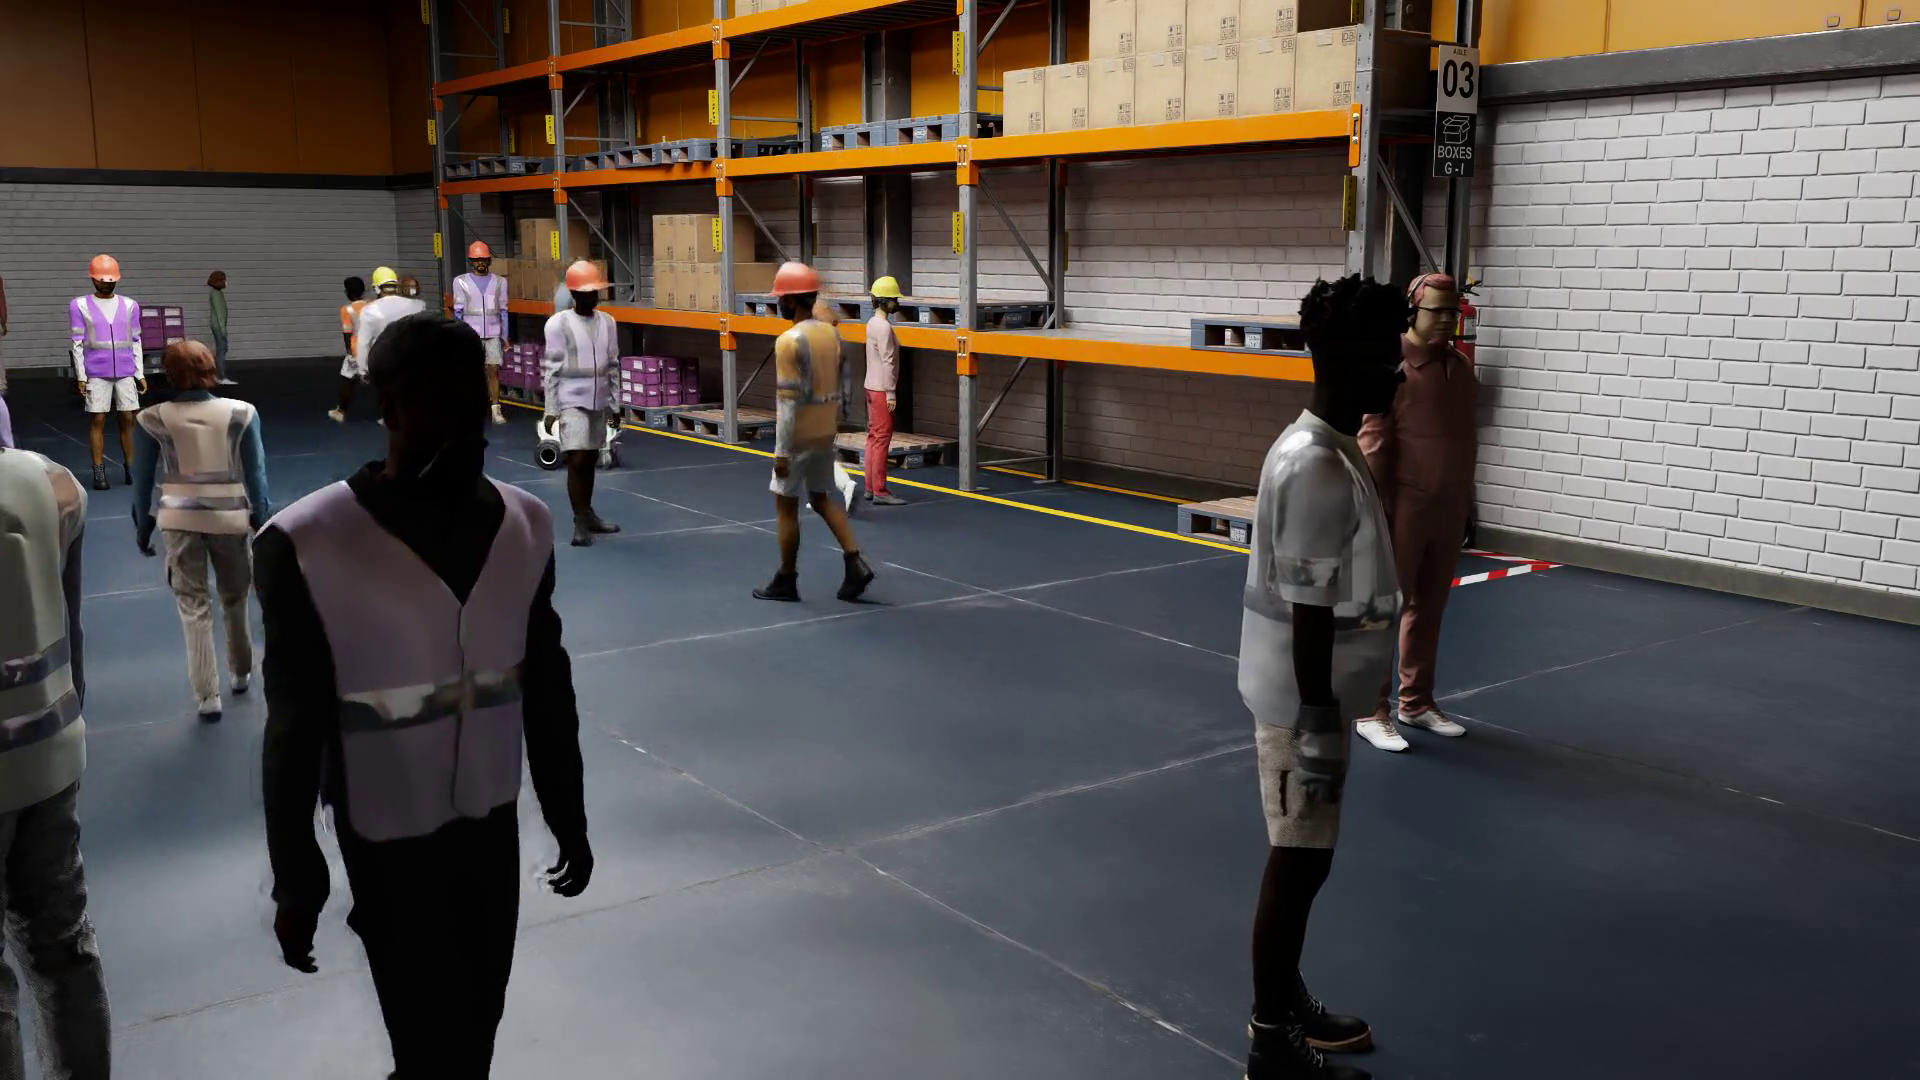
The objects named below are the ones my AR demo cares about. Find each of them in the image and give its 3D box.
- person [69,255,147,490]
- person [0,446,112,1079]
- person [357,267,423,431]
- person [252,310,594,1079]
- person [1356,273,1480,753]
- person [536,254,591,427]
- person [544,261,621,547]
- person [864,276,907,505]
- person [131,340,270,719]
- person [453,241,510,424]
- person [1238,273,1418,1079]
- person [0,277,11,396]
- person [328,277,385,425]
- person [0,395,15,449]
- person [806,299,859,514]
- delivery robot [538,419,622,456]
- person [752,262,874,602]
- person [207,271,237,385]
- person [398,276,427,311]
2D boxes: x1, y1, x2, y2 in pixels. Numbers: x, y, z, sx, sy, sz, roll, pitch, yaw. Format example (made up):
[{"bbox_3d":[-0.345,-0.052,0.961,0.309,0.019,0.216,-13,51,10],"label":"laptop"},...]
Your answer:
[{"bbox_3d":[-7.010,-1.380,13.736,0.543,1.928,0.371,-9,14,-42],"label":"person"},{"bbox_3d":[-1.968,0.470,3.313,0.381,1.950,0.605,2,10,9],"label":"person"},{"bbox_3d":[-5.228,-1.608,15.365,0.665,1.801,0.643,-8,13,-37],"label":"person"},{"bbox_3d":[-0.941,0.539,3.051,0.489,1.901,0.616,7,12,34],"label":"person"},{"bbox_3d":[1.859,-0.111,6.694,0.651,1.904,0.404,-7,12,-35],"label":"person"},{"bbox_3d":[-3.800,-1.822,16.263,0.533,1.918,0.629,1,10,6],"label":"person"},{"bbox_3d":[-2.550,-0.925,11.300,0.560,1.907,0.603,9,13,41],"label":"person"},{"bbox_3d":[-0.581,-1.155,12.930,0.315,1.767,0.535,-3,10,-15],"label":"person"},{"bbox_3d":[-3.288,-0.061,7.220,0.540,1.602,0.707,-5,11,-26],"label":"person"},{"bbox_3d":[-5.324,-2.300,18.567,0.607,2.044,0.372,-5,11,-26],"label":"person"},{"bbox_3d":[0.854,0.355,3.951,0.371,1.958,0.598,3,11,17],"label":"person"},{"bbox_3d":[-12.941,-2.887,21.987,0.612,1.994,0.394,-4,11,-24],"label":"person"},{"bbox_3d":[-6.686,-2.102,18.546,0.886,1.646,0.548,7,12,33],"label":"person"},{"bbox_3d":[-3.529,0.067,5.708,0.639,1.892,0.767,-3,11,-18],"label":"person"},{"bbox_3d":[-0.977,-0.978,12.366,0.510,1.609,0.659,-10,14,-44],"label":"person"},{"bbox_3d":[-3.425,-0.968,15.009,0.707,0.478,0.477,0,10,1],"label":"delivery robot"},{"bbox_3d":[-0.840,-0.588,9.322,0.606,1.930,0.570,6,12,32],"label":"person"},{"bbox_3d":[-10.622,-3.044,23.902,0.294,1.638,0.505,-4,11,-22],"label":"person"},{"bbox_3d":[-6.958,-2.523,20.976,0.503,1.616,0.538,-10,14,-44],"label":"person"}]
